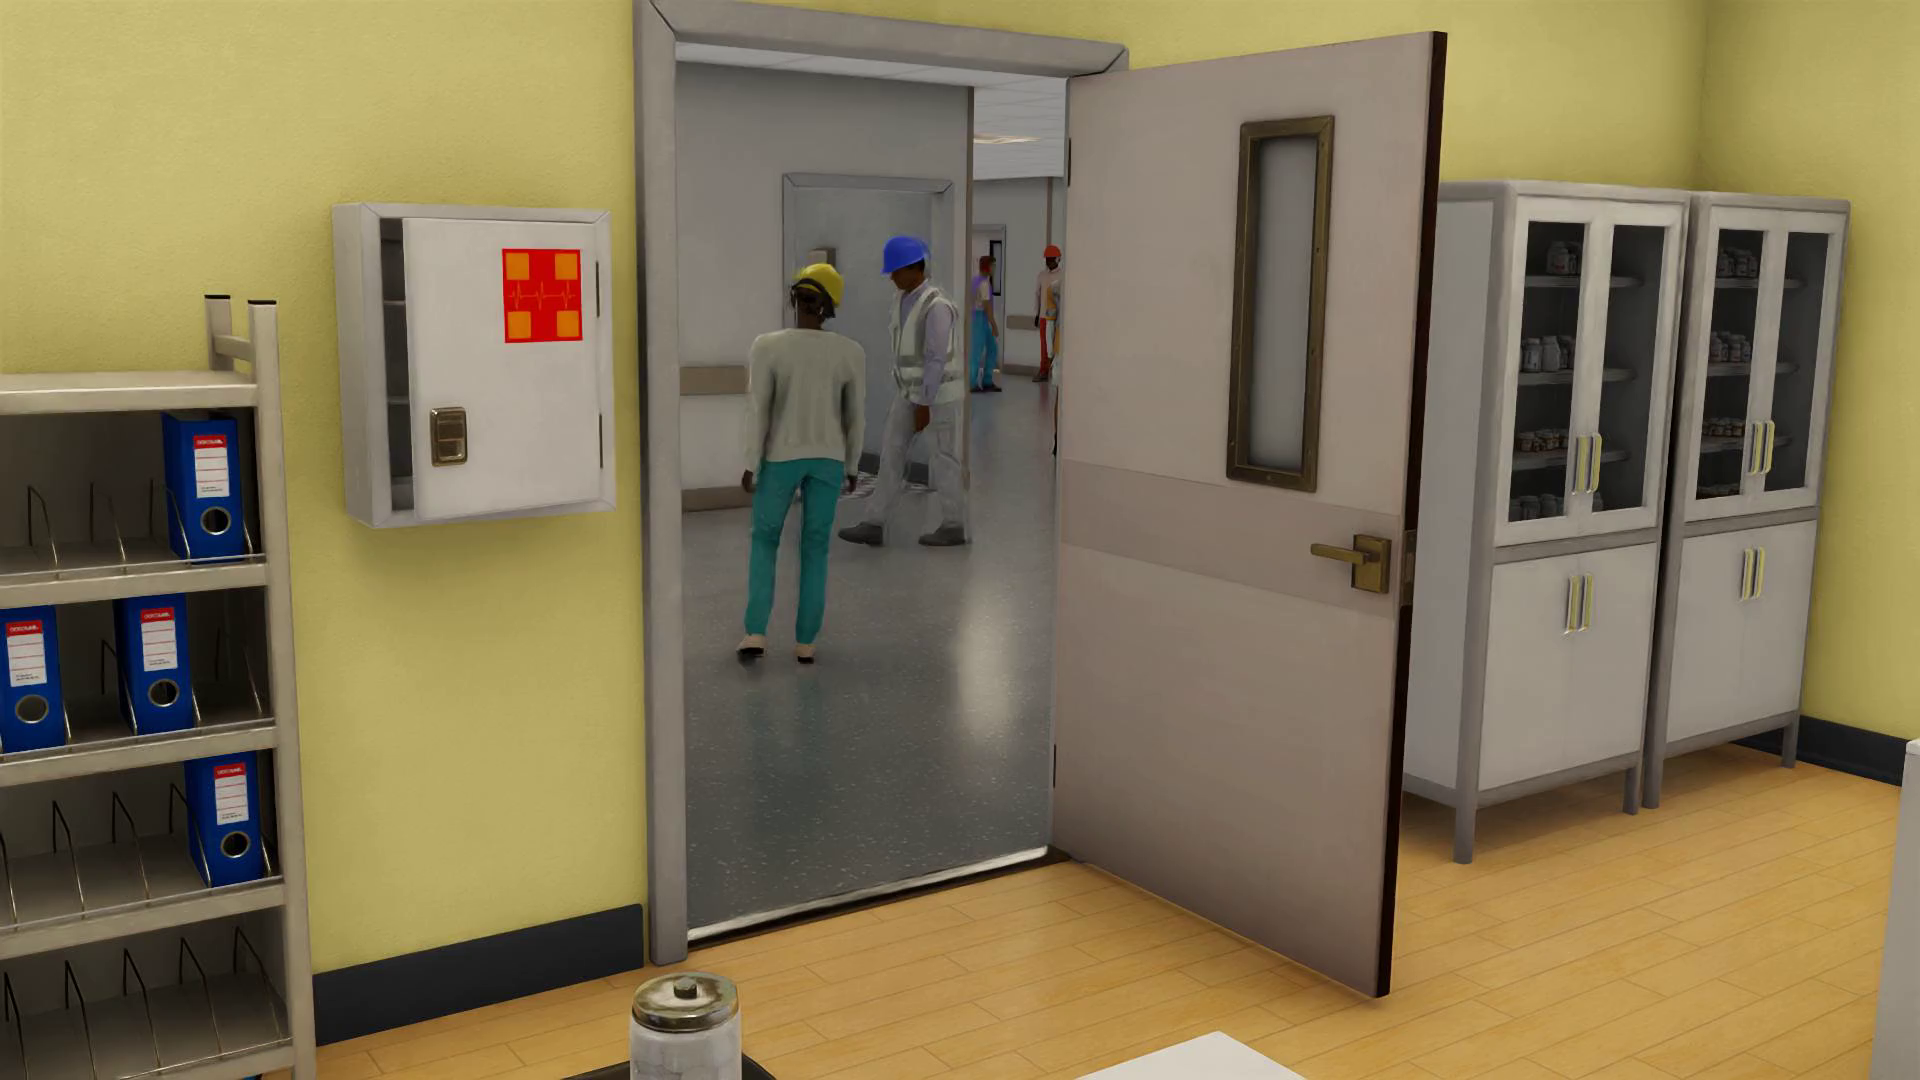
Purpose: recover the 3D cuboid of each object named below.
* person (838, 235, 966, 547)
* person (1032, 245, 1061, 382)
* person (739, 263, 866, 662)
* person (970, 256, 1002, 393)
[{"bbox_3d":[-0.319,-0.860,9.954,0.913,1.878,0.651,-6,11,-33],"label":"person"},{"bbox_3d":[1.336,-3.273,24.168,0.622,1.992,0.394,8,12,35],"label":"person"},{"bbox_3d":[-0.677,-0.341,7.262,0.564,1.721,0.457,-2,10,-19],"label":"person"},{"bbox_3d":[0.380,-2.864,22.165,0.633,1.826,0.573,0,10,-3],"label":"person"}]
